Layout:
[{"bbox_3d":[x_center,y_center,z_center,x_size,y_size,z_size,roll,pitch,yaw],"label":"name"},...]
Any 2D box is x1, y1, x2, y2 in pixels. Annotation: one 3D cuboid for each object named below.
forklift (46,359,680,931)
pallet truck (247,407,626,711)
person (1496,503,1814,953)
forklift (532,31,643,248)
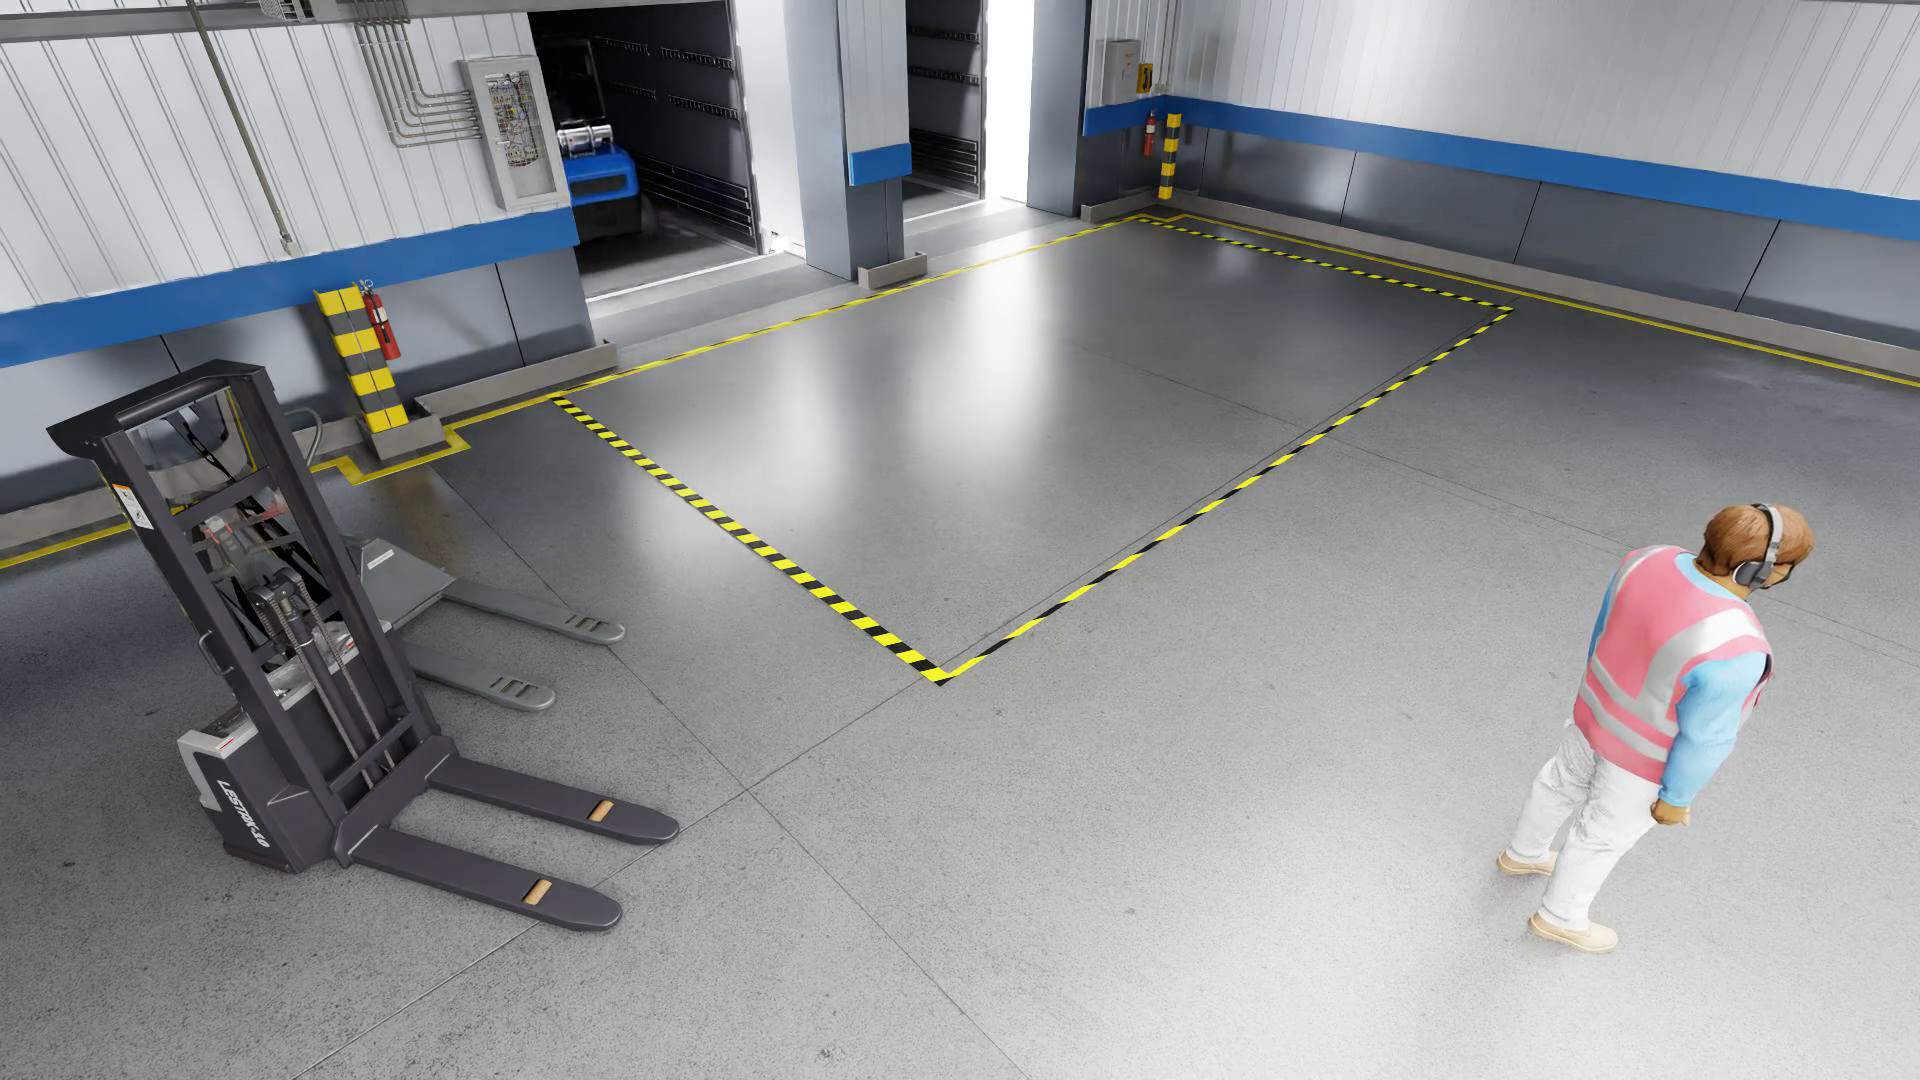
[{"bbox_3d":[-2.135,0.422,3.354,1.885,1.965,0.823,10,35,14],"label":"forklift"},{"bbox_3d":[-2.628,0.038,4.590,1.601,1.201,0.680,12,36,18],"label":"pallet truck"},{"bbox_3d":[2.322,0.668,3.129,0.429,1.844,0.624,3,34,4],"label":"person"},{"bbox_3d":[-4.817,-4.749,10.632,1.157,2.036,2.680,-26,42,-33],"label":"forklift"}]
